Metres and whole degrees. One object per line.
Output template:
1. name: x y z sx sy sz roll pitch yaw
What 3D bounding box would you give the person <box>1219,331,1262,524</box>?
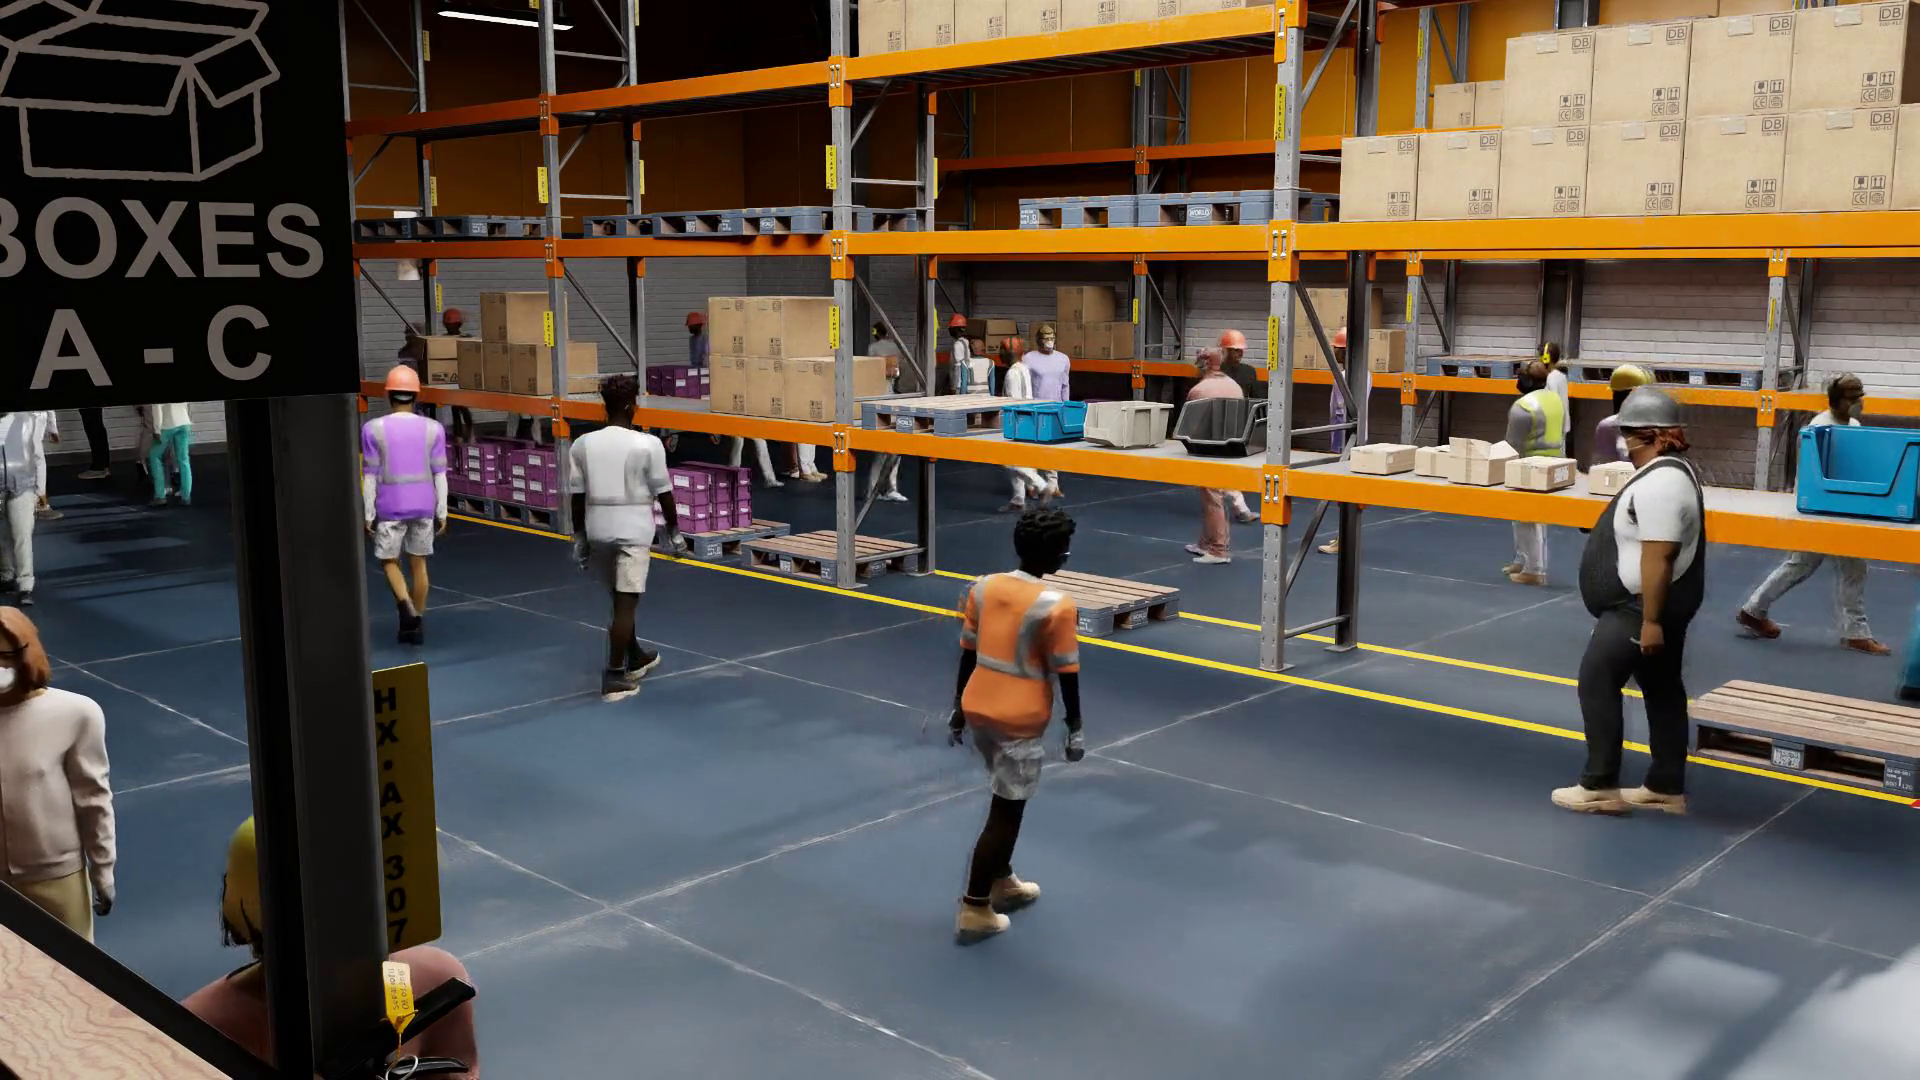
1. person: 2.760 -1.151 16.908 0.625 1.944 1.054 -5 10 -28

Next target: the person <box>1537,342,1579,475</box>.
1. person: 6.119 -1.092 16.914 0.884 1.825 0.581 5 10 27

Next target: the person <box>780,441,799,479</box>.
1. person: -2.016 -1.707 20.394 0.407 1.904 0.654 -4 10 -25

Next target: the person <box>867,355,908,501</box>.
1. person: -0.759 -1.227 18.321 0.614 1.606 0.519 1 9 3

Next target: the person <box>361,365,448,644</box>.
1. person: -3.719 -0.215 11.201 0.558 1.918 0.553 -5 10 -27

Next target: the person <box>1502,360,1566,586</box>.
1. person: 4.565 -0.549 13.533 0.660 1.823 0.595 -8 12 -41

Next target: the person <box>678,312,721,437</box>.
1. person: -4.007 -2.496 25.247 0.555 1.890 0.925 9 13 43

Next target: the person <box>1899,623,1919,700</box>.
1. person: 5.873 0.091 9.630 0.627 1.831 0.600 6 11 33

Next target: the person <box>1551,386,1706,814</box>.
1. person: 3.121 0.278 7.810 0.724 2.000 0.711 5 11 30

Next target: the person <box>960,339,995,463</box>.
1. person: 0.230 -1.842 22.039 0.522 1.637 0.305 -5 10 -26

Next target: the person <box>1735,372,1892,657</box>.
1. person: 5.772 -0.195 11.206 0.643 1.896 0.964 -8 12 -40

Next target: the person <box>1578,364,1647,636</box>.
1. person: 4.543 -0.242 11.414 0.596 1.912 0.428 -5 11 -29

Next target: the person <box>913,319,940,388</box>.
1. person: -0.458 -2.186 23.285 0.383 1.920 0.585 0 9 0

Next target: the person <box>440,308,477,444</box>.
1. person: -6.967 -2.203 23.094 0.682 2.015 0.514 1 9 9

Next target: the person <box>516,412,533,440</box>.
1. person: -5.790 -1.865 22.045 0.614 1.666 0.436 9 13 44

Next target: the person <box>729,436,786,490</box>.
1. person: -2.363 -1.350 19.078 0.784 1.604 0.545 6 11 32

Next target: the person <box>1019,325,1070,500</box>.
1. person: 0.947 -1.415 18.496 0.636 1.938 0.358 -4 10 -24

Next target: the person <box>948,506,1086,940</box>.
1. person: 0.213 0.694 6.385 0.619 1.656 0.548 -7 12 -37

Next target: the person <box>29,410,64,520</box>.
1. person: -9.649 -1.139 17.092 0.879 1.849 0.577 2 9 12

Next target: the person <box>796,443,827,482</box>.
1. person: -1.807 -1.625 20.078 0.429 1.846 0.627 2 9 10

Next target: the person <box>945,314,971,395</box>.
1. person: -0.034 -2.173 23.157 0.374 1.935 0.576 1 9 9

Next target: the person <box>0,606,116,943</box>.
1. person: -2.695 0.980 4.779 0.497 1.625 0.280 -3 10 -20

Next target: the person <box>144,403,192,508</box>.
1. person: -8.526 -1.213 17.840 0.566 1.750 0.543 4 10 24

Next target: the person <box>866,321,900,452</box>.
1. person: -1.191 -2.148 23.366 0.831 1.824 0.629 8 12 40

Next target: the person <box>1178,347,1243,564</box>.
1. person: 2.104 -0.739 14.571 0.810 1.875 0.688 9 13 44

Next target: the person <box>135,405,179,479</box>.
1. person: -9.880 -1.694 20.488 0.660 1.865 0.957 0 9 1

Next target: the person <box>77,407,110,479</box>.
1. person: -10.663 -1.750 20.369 0.371 1.996 0.622 -2 10 -14

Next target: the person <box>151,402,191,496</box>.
1. person: -8.886 -1.281 18.683 0.515 1.619 0.517 6 11 33

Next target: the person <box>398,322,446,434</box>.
1. person: -7.119 -1.943 21.959 0.640 1.872 0.956 2 10 14

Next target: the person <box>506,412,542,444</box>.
1. person: -6.140 -1.993 23.067 0.730 1.607 0.506 -8 12 -41

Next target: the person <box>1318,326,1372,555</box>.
1. person: 3.454 -0.883 14.909 0.369 2.048 0.607 6 11 31

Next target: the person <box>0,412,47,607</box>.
1. person: -7.367 -0.407 12.802 0.611 1.789 0.942 -6 11 -31

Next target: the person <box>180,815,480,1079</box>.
1. person: -1.046 1.251 2.752 0.547 1.745 0.411 -4 10 -25

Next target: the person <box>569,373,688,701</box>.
1. person: -1.994 -0.044 10.130 0.628 1.927 0.932 4 10 21

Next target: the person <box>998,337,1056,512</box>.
1. person: 0.666 -1.182 17.315 0.555 1.870 0.570 2 10 14
